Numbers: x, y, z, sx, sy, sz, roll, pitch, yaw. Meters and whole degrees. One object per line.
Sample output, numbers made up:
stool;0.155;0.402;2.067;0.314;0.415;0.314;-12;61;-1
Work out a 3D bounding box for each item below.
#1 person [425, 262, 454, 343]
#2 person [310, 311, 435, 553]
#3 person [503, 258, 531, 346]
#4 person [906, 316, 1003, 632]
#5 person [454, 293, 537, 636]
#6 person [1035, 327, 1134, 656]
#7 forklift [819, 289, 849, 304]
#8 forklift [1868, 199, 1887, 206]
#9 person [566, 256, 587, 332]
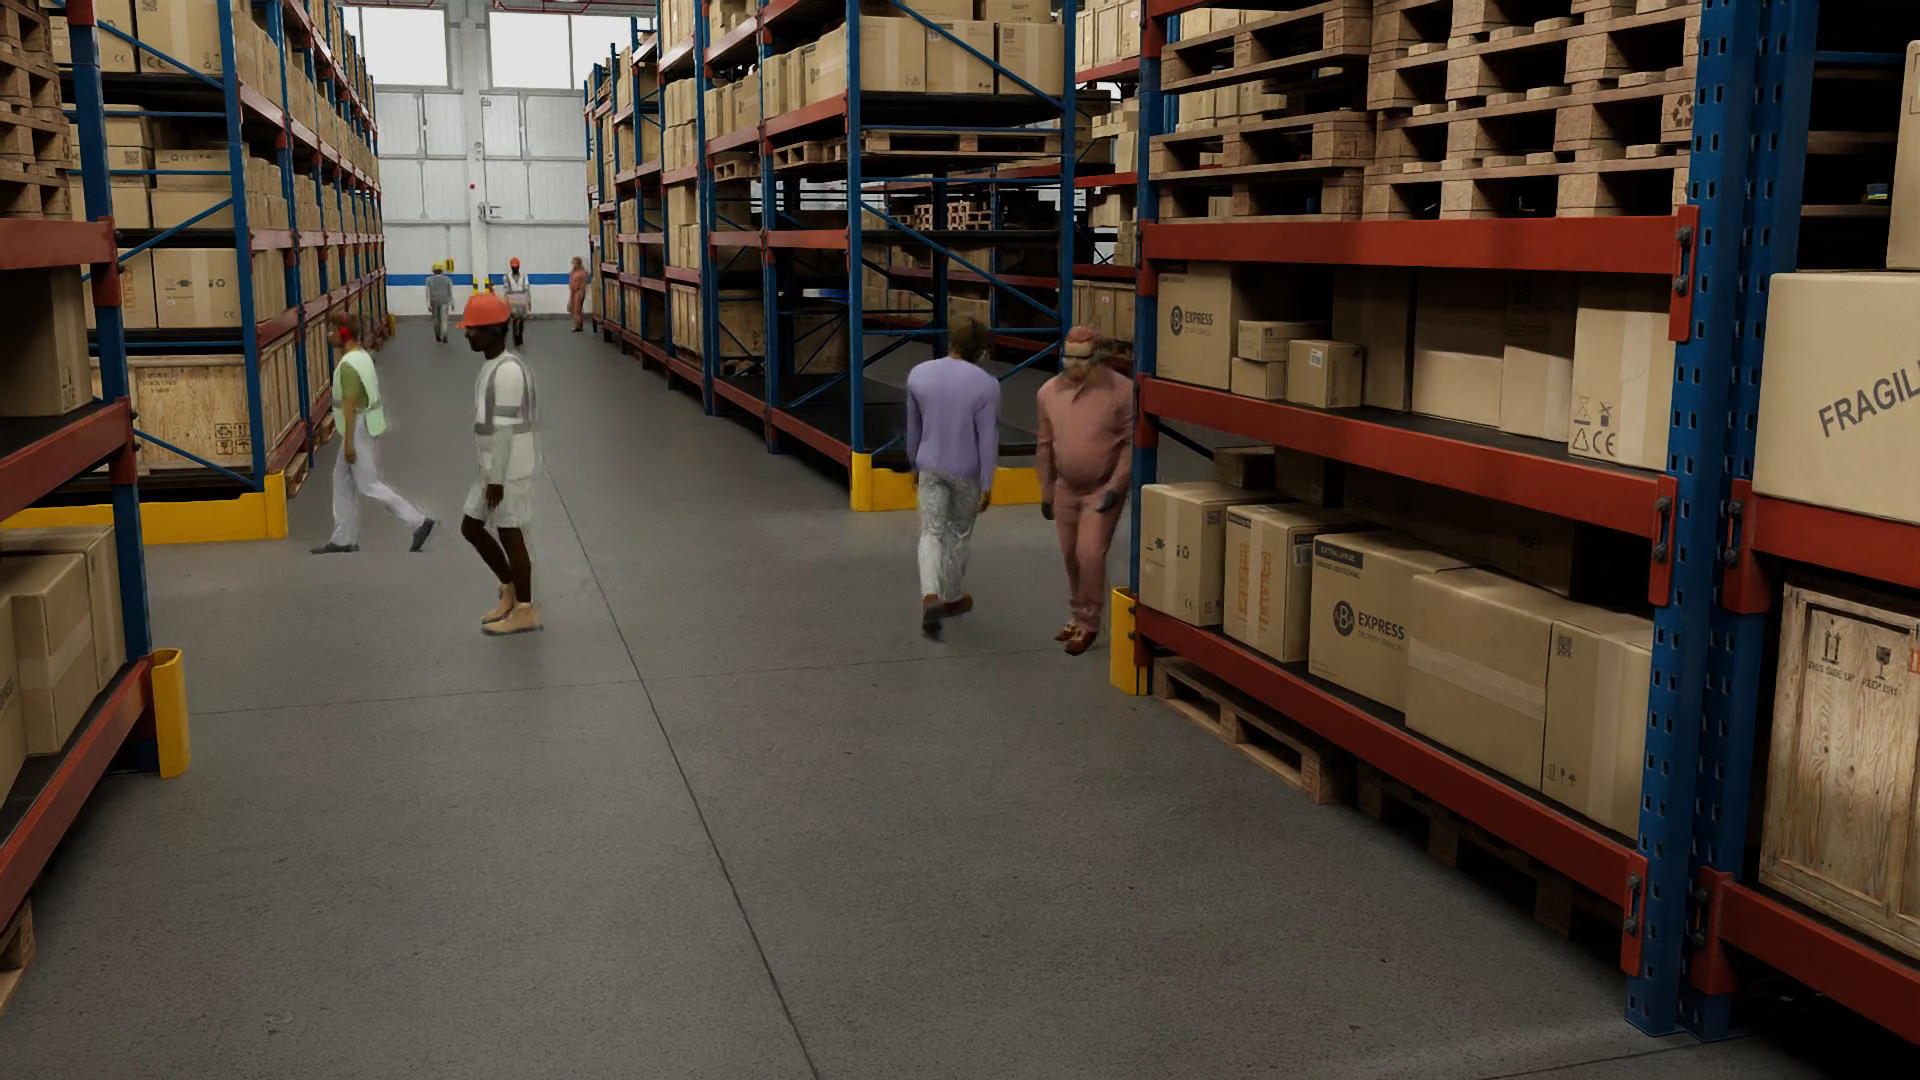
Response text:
person;-11.598;-5.298;37.100;0.592;1.806;0.880;-4;11;-19
person;-4.385;-0.782;12.301;0.847;1.819;0.577;-3;11;-13
person;-9.619;-5.168;36.136;0.547;1.884;0.996;-4;11;-21
person;-0.045;-0.397;9.975;0.642;1.888;0.872;3;11;14
person;-2.722;-0.425;9.760;0.446;2.027;0.605;-6;12;-28
person;0.727;-0.278;9.419;0.663;1.852;0.701;7;12;32
forklift;-2.834;-7.314;45.163;1.873;2.768;1.129;-3;11;-17
forklift;11.338;-2.915;21.052;1.129;2.768;1.873;-3;11;-17
person;-9.513;-6.097;41.252;0.417;1.876;0.689;-10;14;-43
